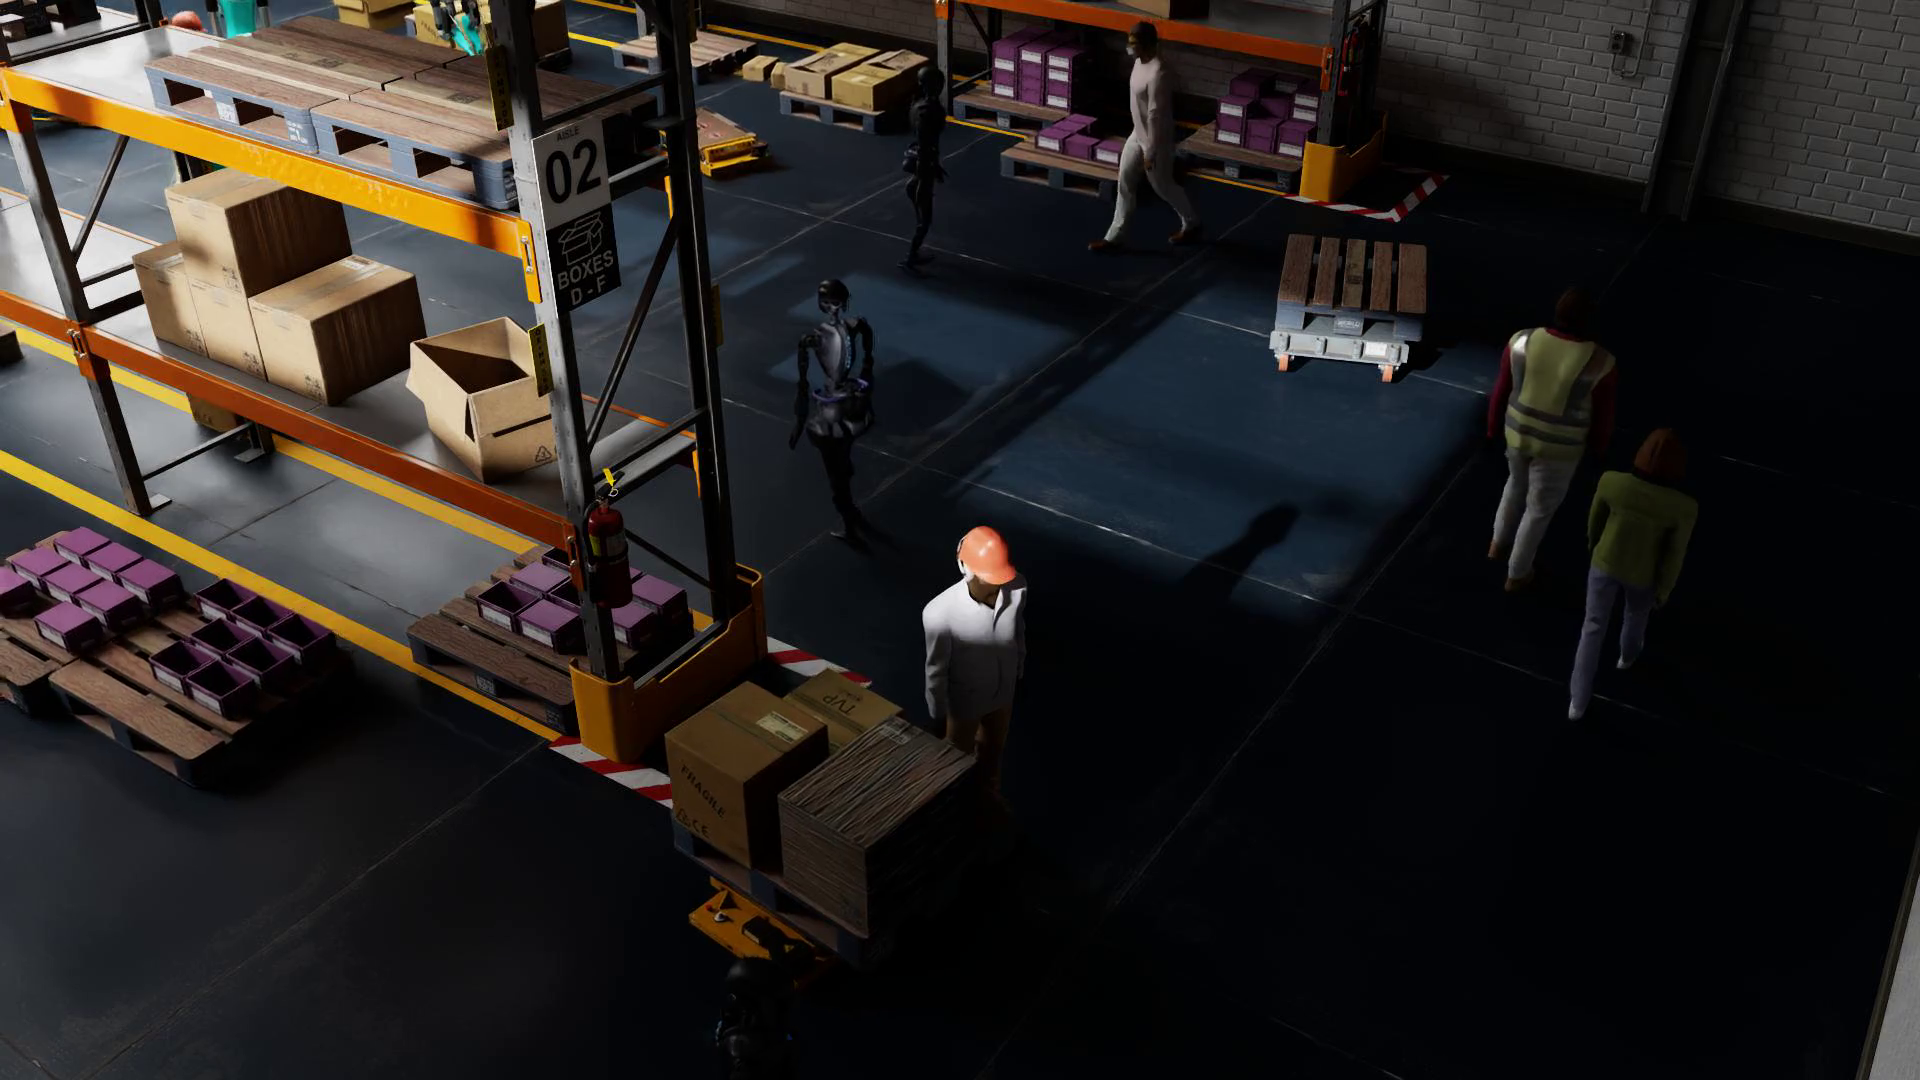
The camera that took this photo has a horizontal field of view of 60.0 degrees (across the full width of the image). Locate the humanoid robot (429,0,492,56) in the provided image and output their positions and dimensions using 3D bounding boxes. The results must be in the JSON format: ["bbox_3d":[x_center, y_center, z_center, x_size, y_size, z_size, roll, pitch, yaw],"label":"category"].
[{"bbox_3d":[-4.816,-5.026,16.348,0.765,1.876,0.543,23,40,31],"label":"humanoid robot"}]

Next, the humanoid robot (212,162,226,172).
[{"bbox_3d":[-4.964,-2.116,11.819,0.712,1.822,0.554,4,33,5],"label":"humanoid robot"}]

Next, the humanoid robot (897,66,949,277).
[{"bbox_3d":[-0.297,-2.891,13.031,0.371,1.646,0.584,6,33,9],"label":"humanoid robot"}]

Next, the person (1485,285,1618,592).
[{"bbox_3d":[3.303,-0.567,9.324,0.644,1.824,0.558,27,42,35],"label":"person"}]

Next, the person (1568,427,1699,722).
[{"bbox_3d":[3.405,0.128,8.463,0.497,1.584,0.829,17,37,24],"label":"person"}]

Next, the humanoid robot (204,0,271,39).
[{"bbox_3d":[-6.313,-4.113,14.939,0.543,1.871,0.766,-17,37,-24],"label":"humanoid robot"}]

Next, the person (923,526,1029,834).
[{"bbox_3d":[0.100,0.680,7.468,0.572,1.746,0.343,-24,40,-32],"label":"person"}]

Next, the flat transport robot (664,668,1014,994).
[{"bbox_3d":[-0.492,1.461,7.628,0.659,0.231,1.431,25,40,33],"label":"flat transport robot"}]

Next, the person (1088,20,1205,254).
[{"bbox_3d":[1.575,-3.218,13.346,0.984,1.885,0.658,-7,34,-11],"label":"person"}]

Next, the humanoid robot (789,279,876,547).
[{"bbox_3d":[-0.749,-0.766,9.771,0.584,1.642,0.550,-26,41,-34],"label":"humanoid robot"}]

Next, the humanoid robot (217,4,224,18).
[{"bbox_3d":[-8.770,-6.940,19.271,0.547,1.855,0.837,-26,41,-34],"label":"humanoid robot"}]

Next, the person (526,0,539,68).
[{"bbox_3d":[-3.956,-4.279,14.924,0.436,1.942,0.487,5,33,7],"label":"person"}]

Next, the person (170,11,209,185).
[{"bbox_3d":[-6.467,-3.641,14.158,0.904,1.698,0.569,-5,33,-7],"label":"person"}]

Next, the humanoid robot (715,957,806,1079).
[{"bbox_3d":[-0.692,1.985,5.527,0.399,1.641,0.611,6,33,8],"label":"humanoid robot"}]

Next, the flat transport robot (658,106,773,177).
[{"bbox_3d":[-2.407,-3.769,15.666,0.659,0.231,1.431,-21,39,-29],"label":"flat transport robot"}]

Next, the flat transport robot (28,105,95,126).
[{"bbox_3d":[-9.059,-4.348,16.555,1.431,0.231,0.659,6,34,9],"label":"flat transport robot"}]
